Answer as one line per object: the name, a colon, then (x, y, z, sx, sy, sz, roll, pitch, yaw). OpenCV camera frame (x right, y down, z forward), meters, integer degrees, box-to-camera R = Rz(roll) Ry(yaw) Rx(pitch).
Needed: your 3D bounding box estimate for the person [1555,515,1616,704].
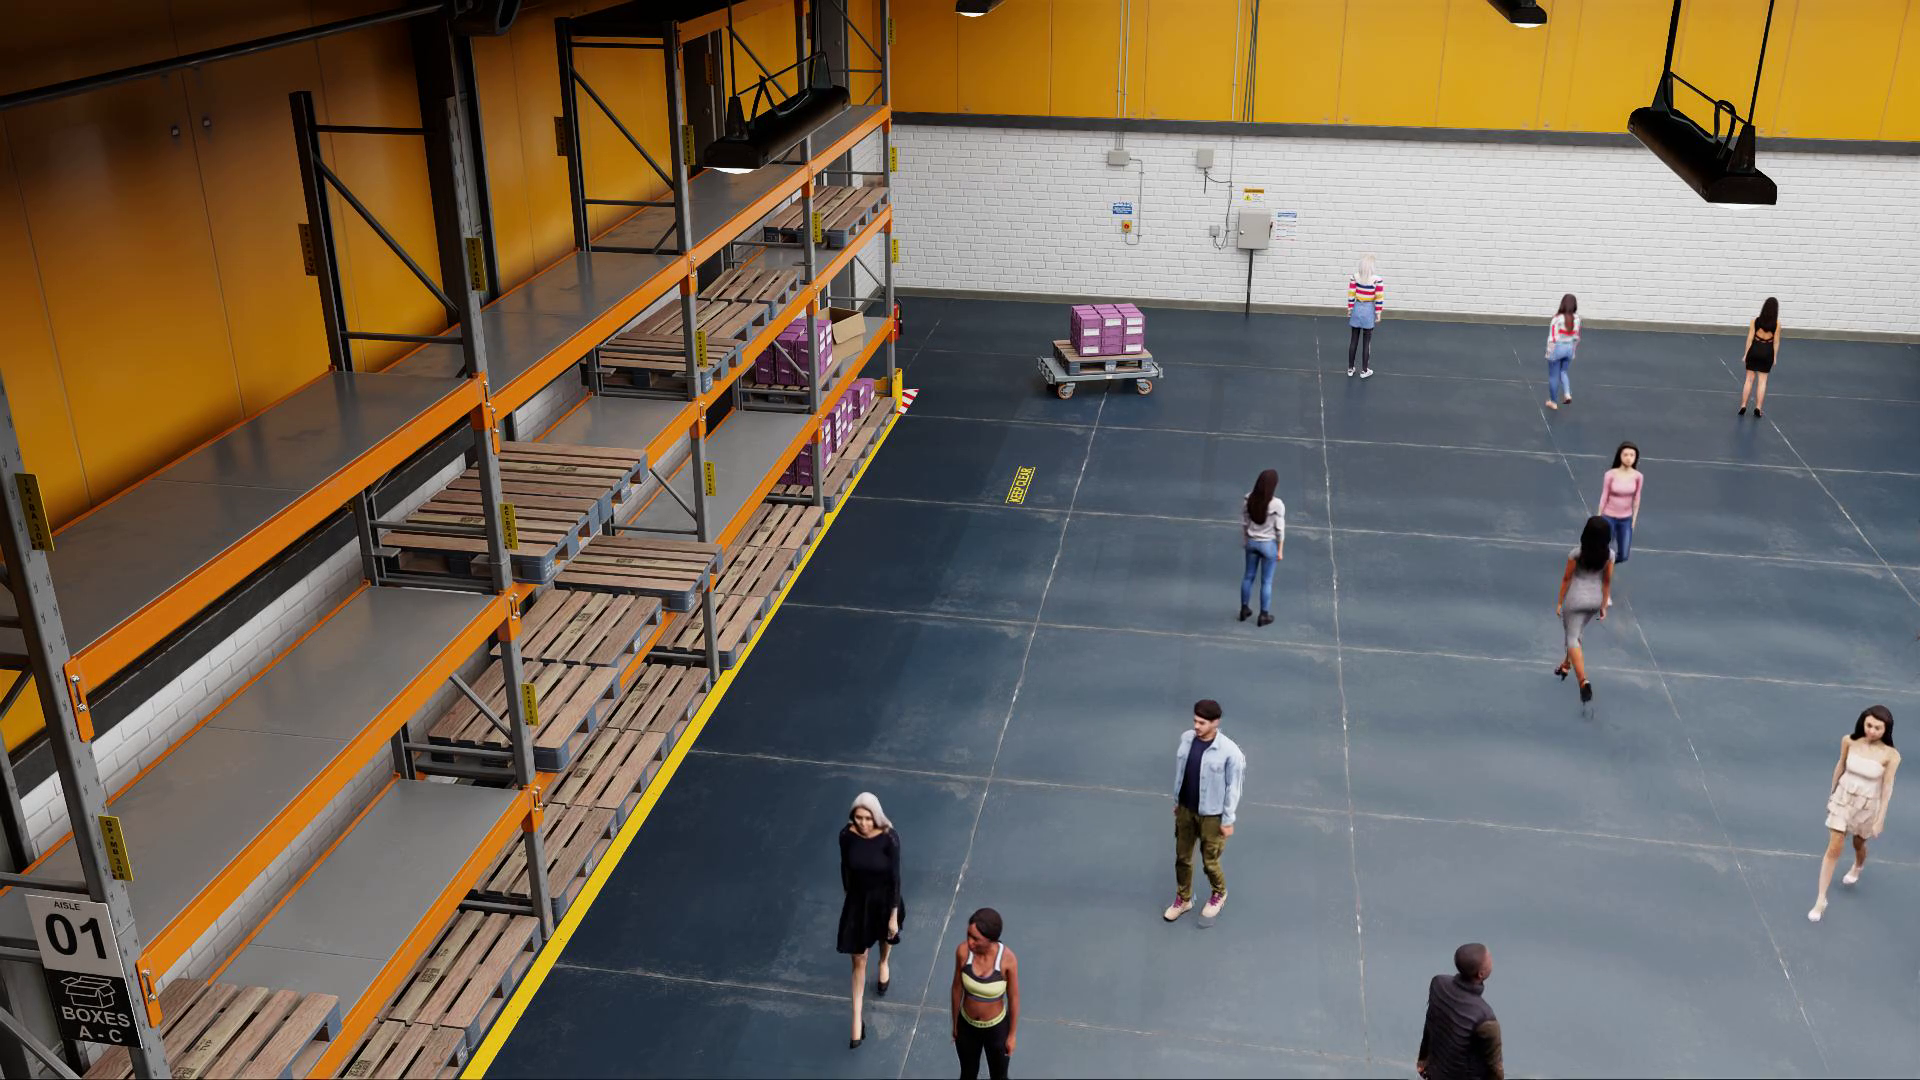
person: (5.672, 0.652, 15.092, 0.761, 1.751, 1.139, -1, 24, -2)

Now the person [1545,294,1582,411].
person: (8.195, -2.525, 22.543, 0.723, 1.605, 0.780, -6, 24, -14)

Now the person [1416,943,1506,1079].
person: (2.742, 3.107, 9.424, 1.104, 1.793, 1.239, -7, 24, -15)

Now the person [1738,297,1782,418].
person: (10.740, -2.448, 22.320, 0.623, 1.643, 0.593, 13, 27, 27)

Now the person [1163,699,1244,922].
person: (1.779, 1.944, 12.056, 0.870, 1.817, 0.929, 21, 31, 39)

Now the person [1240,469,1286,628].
person: (3.006, 0.064, 16.588, 0.679, 1.631, 0.673, 18, 29, 35)

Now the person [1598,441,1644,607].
person: (6.720, -0.210, 17.090, 0.592, 1.731, 0.774, 2, 24, 6)

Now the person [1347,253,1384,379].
person: (5.805, -3.249, 23.945, 0.714, 1.809, 0.645, 13, 27, 28)

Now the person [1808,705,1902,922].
person: (6.618, 1.959, 12.179, 1.123, 1.690, 0.967, -21, 31, -39)

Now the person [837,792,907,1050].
person: (-0.564, 2.413, 11.126, 0.597, 1.701, 1.151, 3, 24, 7)

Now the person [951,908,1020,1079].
person: (0.149, 2.906, 9.934, 0.586, 1.754, 0.536, 7, 25, 16)
